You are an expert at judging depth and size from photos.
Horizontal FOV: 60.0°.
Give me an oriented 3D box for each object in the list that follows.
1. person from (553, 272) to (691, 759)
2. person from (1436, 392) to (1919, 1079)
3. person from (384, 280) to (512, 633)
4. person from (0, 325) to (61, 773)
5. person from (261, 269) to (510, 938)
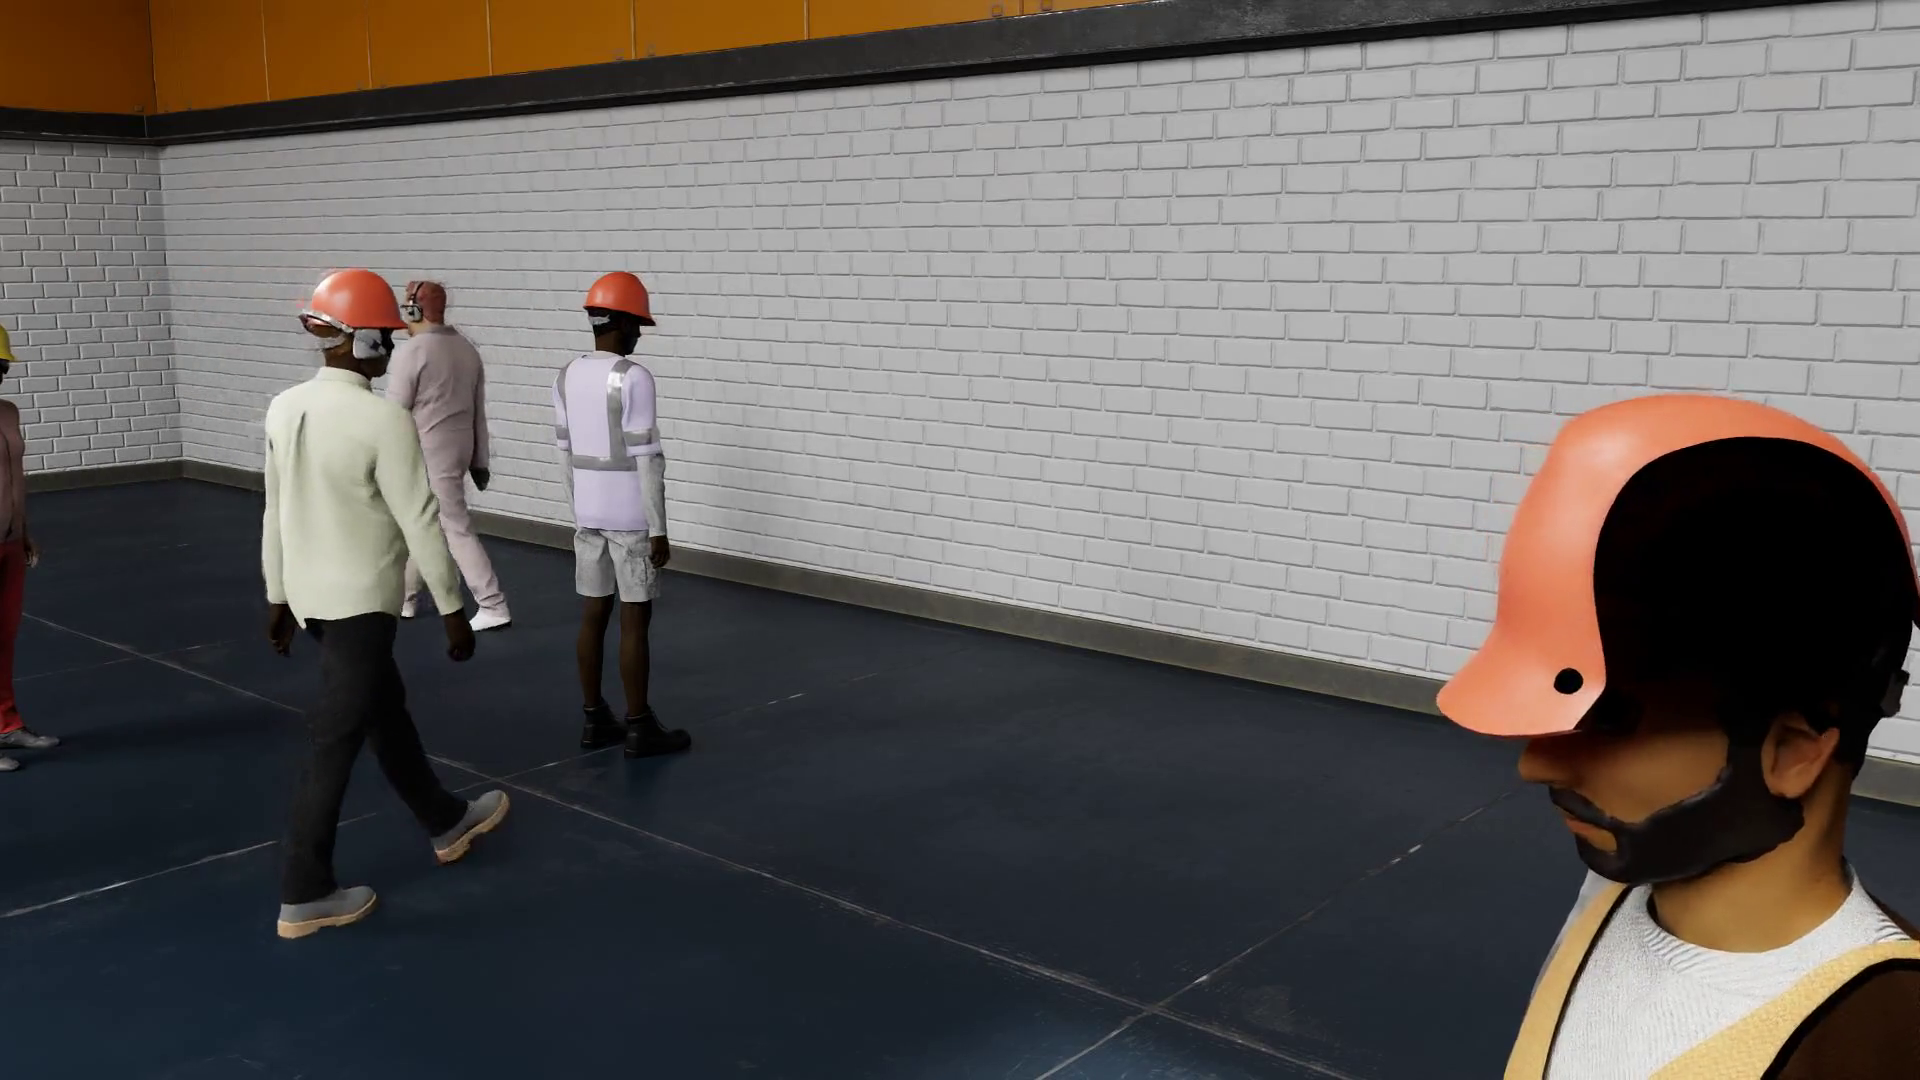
[{"bbox_3d":[-1.352,-0.095,6.642,0.543,1.928,0.370,7,12,36],"label":"person"},{"bbox_3d":[0.503,0.854,1.231,0.375,1.931,0.542,0,10,-1],"label":"person"},{"bbox_3d":[-2.800,-0.436,8.804,0.984,1.855,0.640,2,10,13],"label":"person"},{"bbox_3d":[-3.784,0.011,6.507,0.329,1.765,0.526,0,10,0],"label":"person"},{"bbox_3d":[-1.731,0.163,5.088,0.657,1.945,0.980,8,13,38],"label":"person"}]
